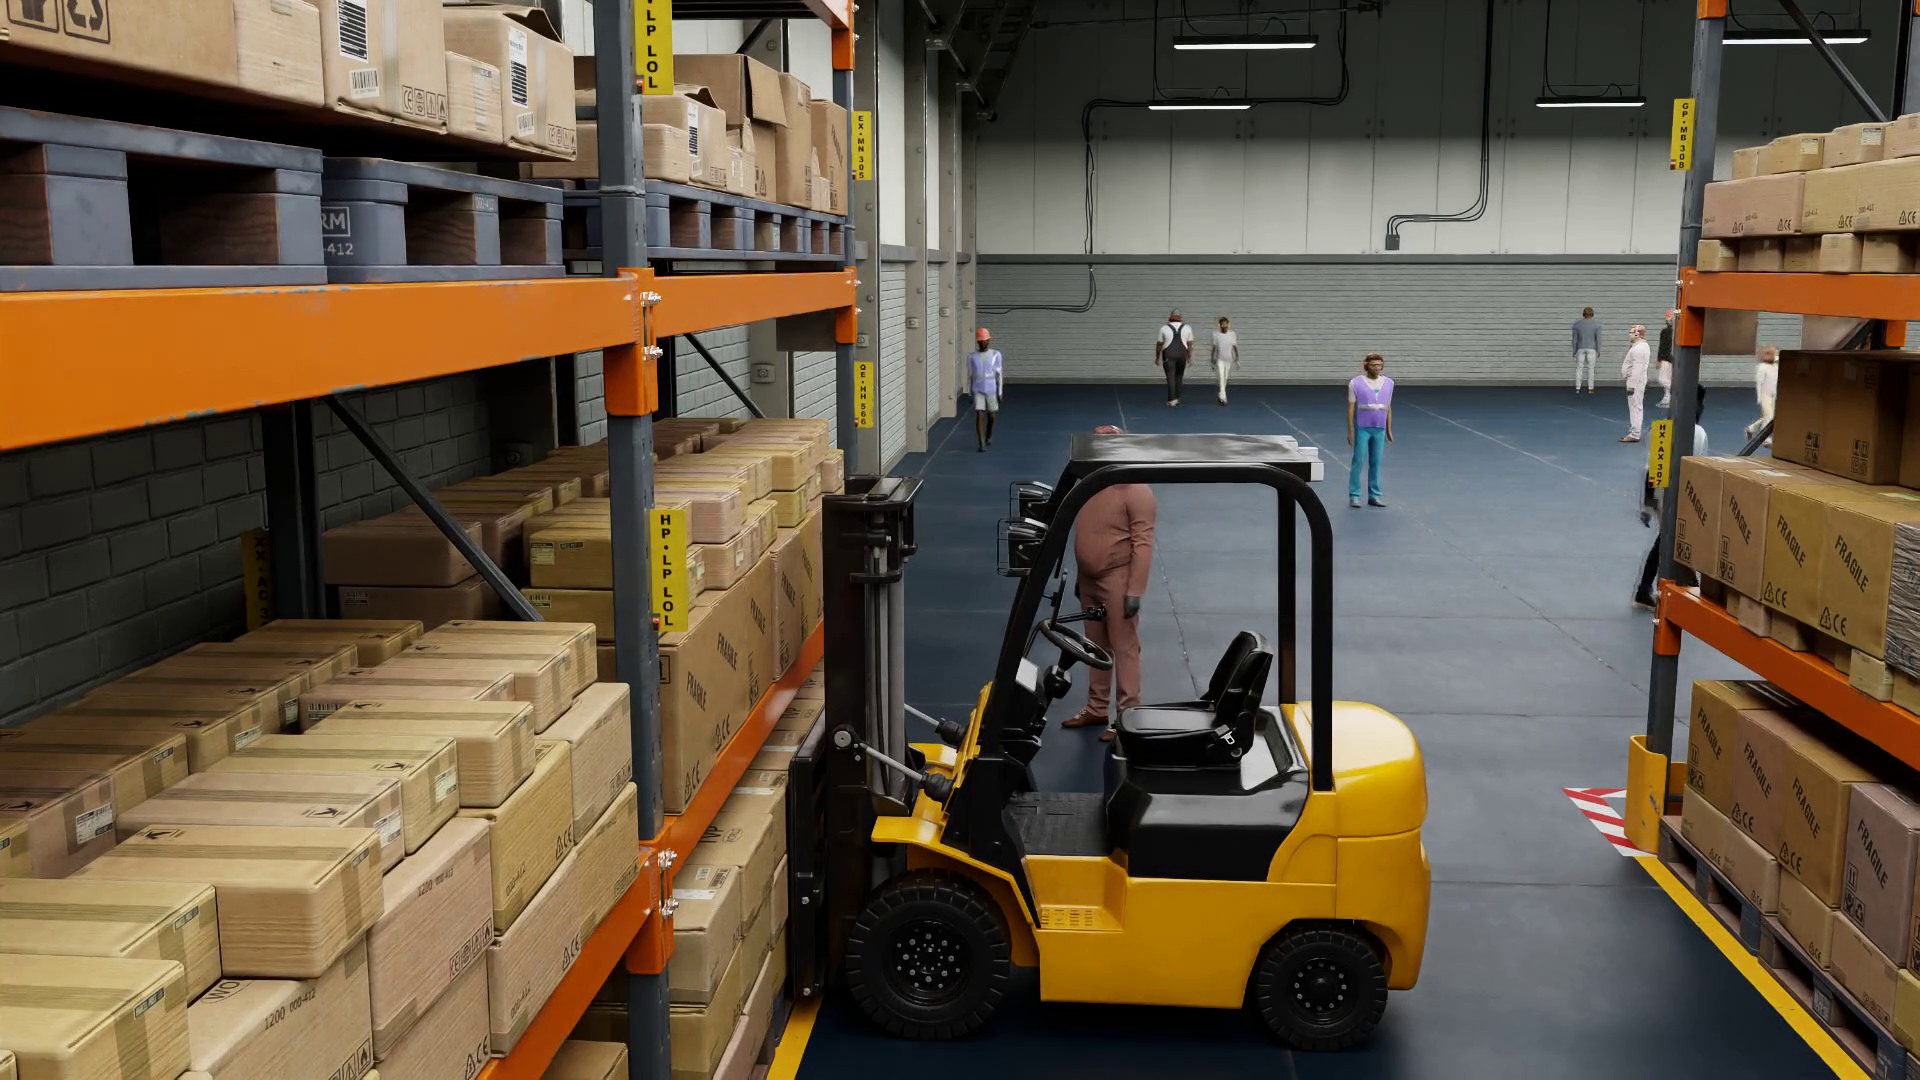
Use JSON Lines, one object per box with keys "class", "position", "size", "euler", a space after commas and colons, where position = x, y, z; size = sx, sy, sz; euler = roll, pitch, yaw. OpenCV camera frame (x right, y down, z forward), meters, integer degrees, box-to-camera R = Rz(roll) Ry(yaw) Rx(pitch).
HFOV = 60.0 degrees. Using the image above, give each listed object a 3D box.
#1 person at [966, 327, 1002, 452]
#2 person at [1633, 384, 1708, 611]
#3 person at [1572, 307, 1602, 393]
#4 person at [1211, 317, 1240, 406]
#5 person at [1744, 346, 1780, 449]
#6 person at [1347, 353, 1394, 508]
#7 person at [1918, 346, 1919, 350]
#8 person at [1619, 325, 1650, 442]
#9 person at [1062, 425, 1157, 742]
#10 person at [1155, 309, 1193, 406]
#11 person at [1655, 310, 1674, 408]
{"class": "person", "position": [0.372, -2.326, 25.706], "size": [0.556, 1.917, 0.601], "euler": [0, 9, 1]}
{"class": "person", "position": [5.920, -0.313, 13.492], "size": [0.634, 1.915, 0.973], "euler": [-6, 11, -34]}
{"class": "person", "position": [14.089, -4.266, 37.403], "size": [0.632, 1.940, 0.372], "euler": [5, 11, 29]}
{"class": "person", "position": [5.452, -3.670, 34.211], "size": [0.543, 1.813, 0.992], "euler": [-1, 9, -5]}
{"class": "person", "position": [12.633, -2.241, 26.114], "size": [0.503, 1.616, 0.605], "euler": [-5, 11, -30]}
{"class": "person", "position": [4.862, -1.307, 19.764], "size": [0.571, 1.840, 0.373], "euler": [-2, 10, -13]}
{"class": "person", "position": [18.221, -3.124, 31.211], "size": [0.532, 1.697, 0.320], "euler": [2, 10, 10]}
{"class": "person", "position": [10.959, -2.539, 27.034], "size": [0.409, 1.909, 0.640], "euler": [5, 11, 28]}
{"class": "person", "position": [0.887, 0.257, 10.084], "size": [0.406, 1.911, 0.637], "euler": [-6, 11, -30]}
{"class": "person", "position": [4.384, -3.785, 34.176], "size": [0.709, 2.000, 1.025], "euler": [0, 9, -2]}
{"class": "person", "position": [14.288, -3.620, 33.351], "size": [0.621, 1.982, 0.625], "euler": [-5, 11, -30]}
